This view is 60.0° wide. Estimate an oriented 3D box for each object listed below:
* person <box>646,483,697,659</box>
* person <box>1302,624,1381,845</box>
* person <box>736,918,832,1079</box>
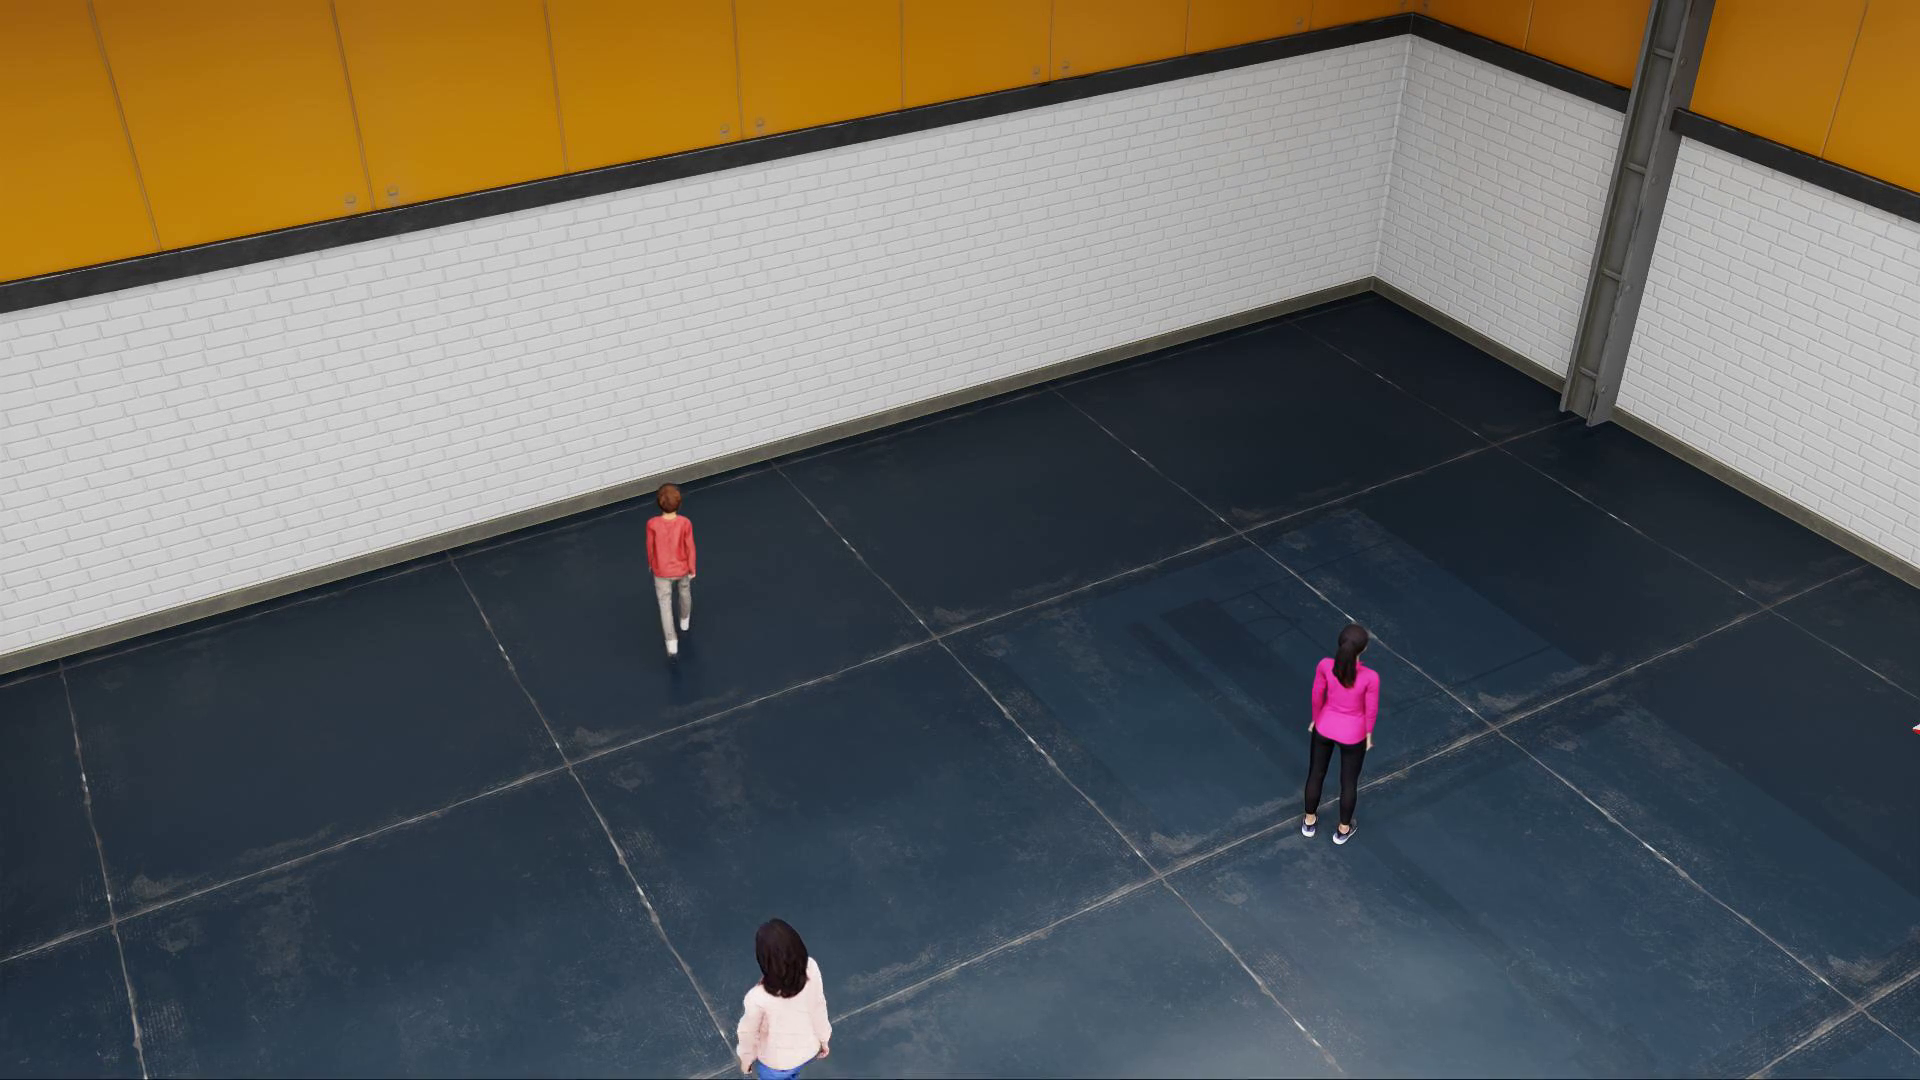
[{"bbox_3d":[-2.190,0.238,12.602,0.695,1.402,0.975,-8,34,-11],"label":"person"},{"bbox_3d":[2.465,1.254,10.806,0.639,1.698,0.730,16,37,22],"label":"person"},{"bbox_3d":[-0.841,2.710,8.575,0.767,1.742,1.098,-25,41,-32],"label":"person"}]
